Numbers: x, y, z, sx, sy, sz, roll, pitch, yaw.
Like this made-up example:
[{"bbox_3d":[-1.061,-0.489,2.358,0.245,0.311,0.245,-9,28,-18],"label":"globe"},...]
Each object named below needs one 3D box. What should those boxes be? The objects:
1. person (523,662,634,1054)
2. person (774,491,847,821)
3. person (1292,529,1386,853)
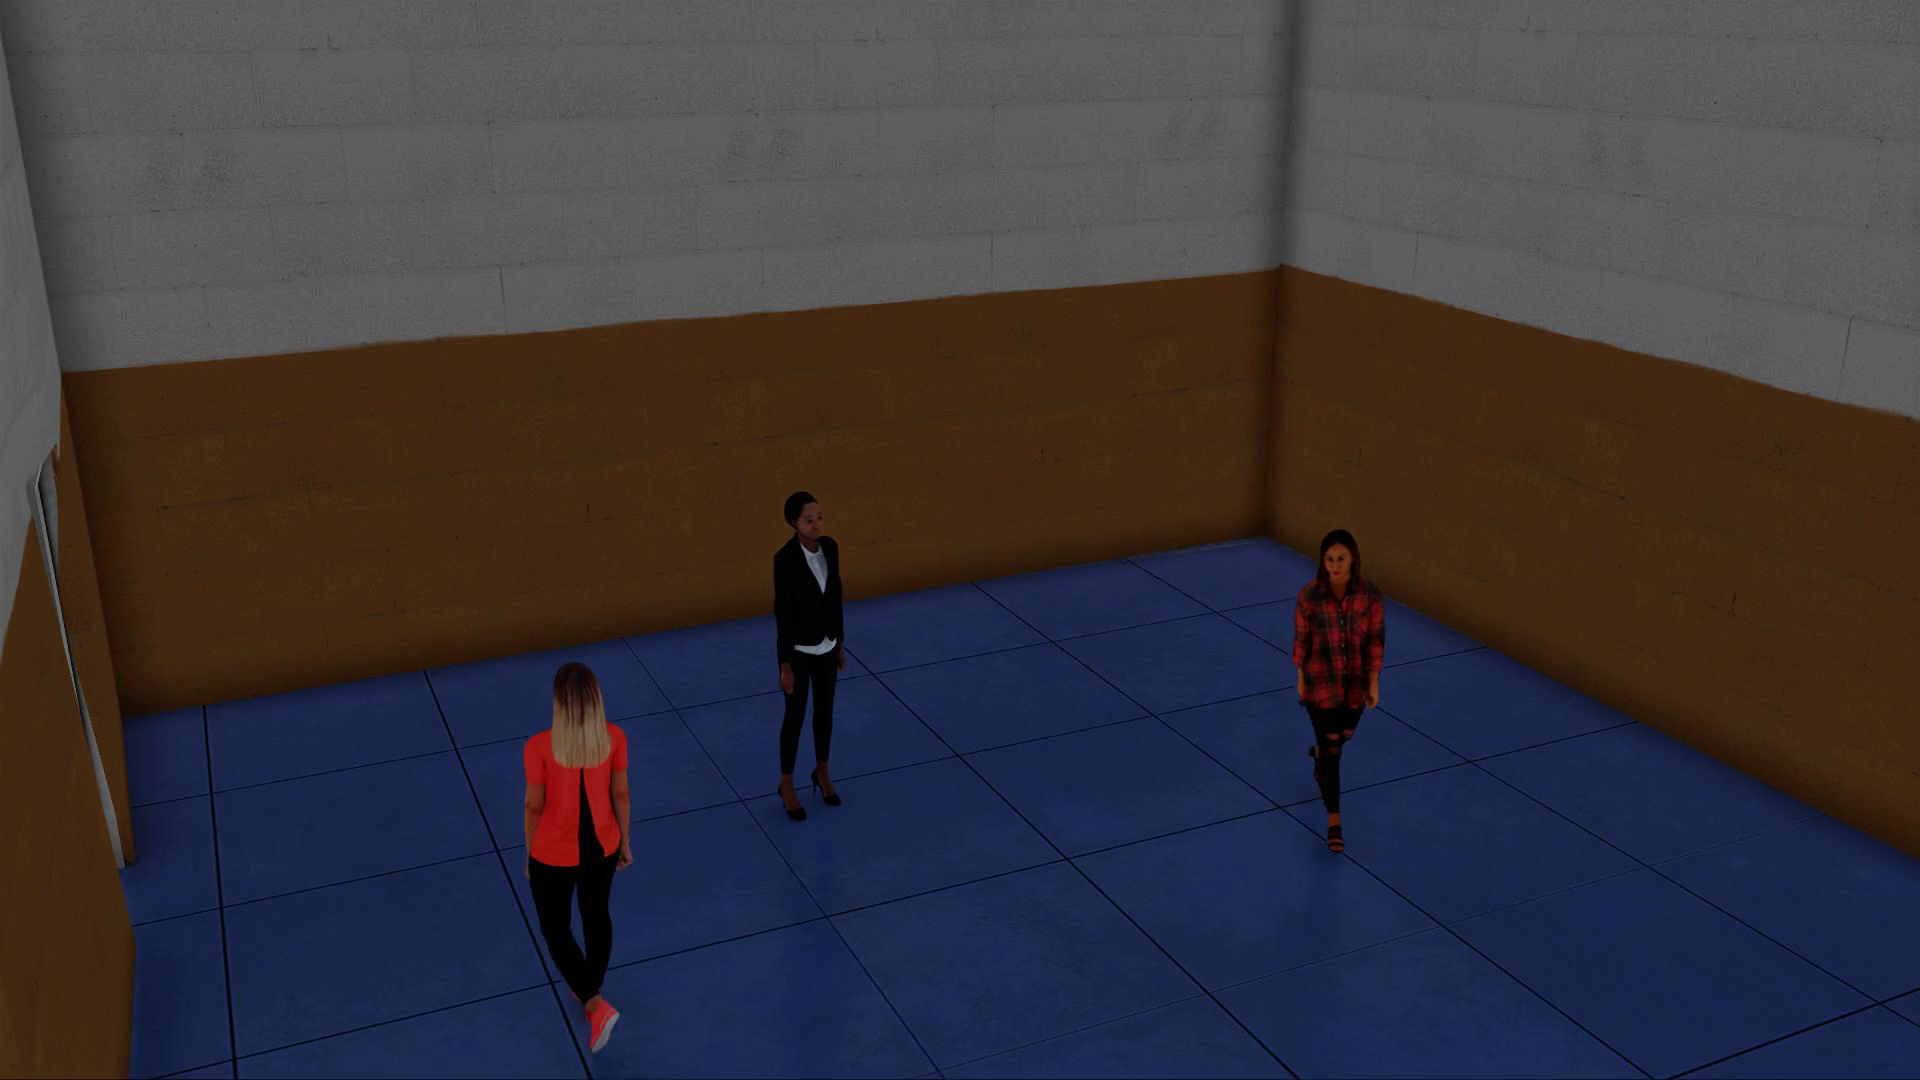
[{"bbox_3d":[-1.562,1.341,6.917,0.899,1.679,0.735,-11,21,-29],"label":"person"},{"bbox_3d":[-0.811,0.614,8.840,0.715,1.829,0.579,18,25,42],"label":"person"},{"bbox_3d":[1.971,0.733,8.744,1.121,1.663,0.977,0,19,-1],"label":"person"}]
